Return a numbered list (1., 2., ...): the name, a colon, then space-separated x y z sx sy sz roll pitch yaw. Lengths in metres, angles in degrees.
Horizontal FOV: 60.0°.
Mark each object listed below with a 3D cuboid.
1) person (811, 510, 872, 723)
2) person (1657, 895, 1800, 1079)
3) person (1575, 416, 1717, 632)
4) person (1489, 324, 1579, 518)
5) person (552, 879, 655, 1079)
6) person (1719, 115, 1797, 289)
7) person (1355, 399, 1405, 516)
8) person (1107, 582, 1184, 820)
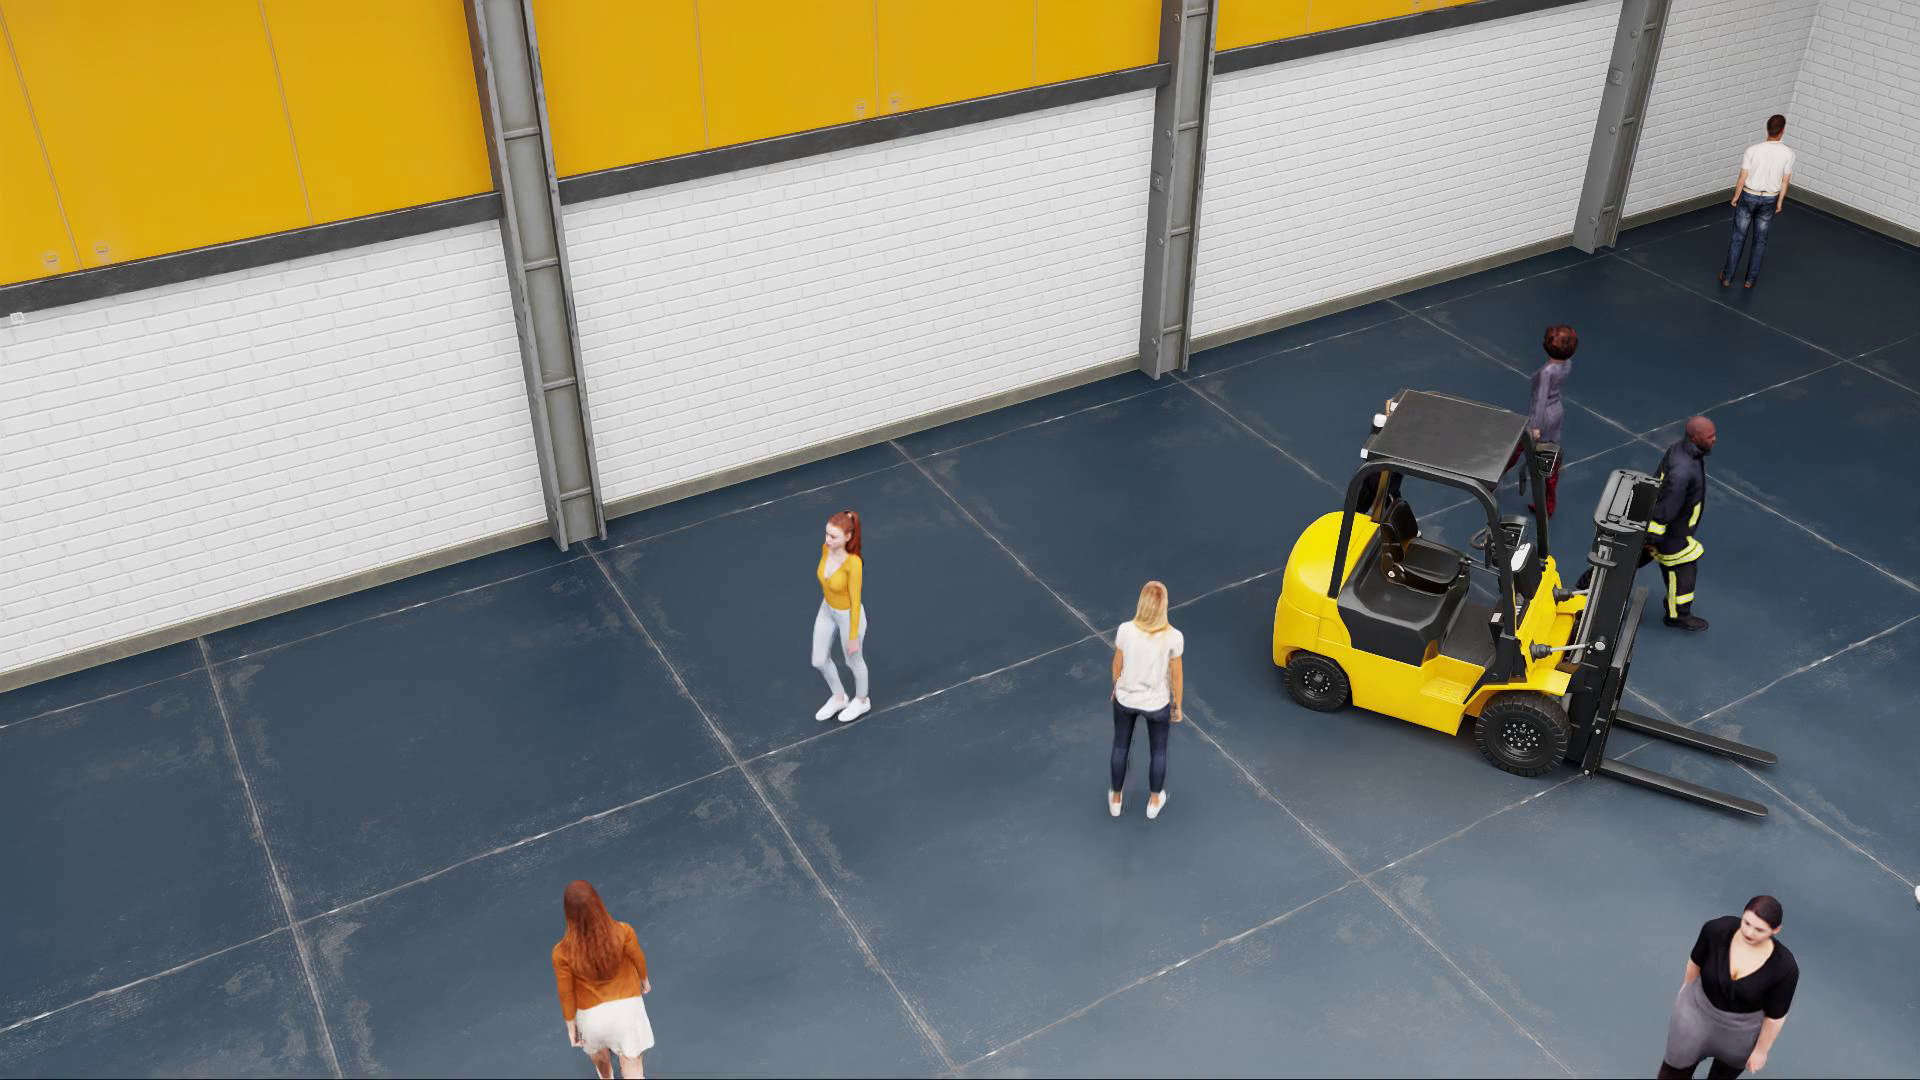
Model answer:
1. person: -0.739 0.522 11.529 0.691 1.733 0.670 -25 41 -33
2. person: 4.018 2.439 8.653 0.863 1.724 1.081 27 42 34
3. person: 5.219 -0.158 12.510 1.288 1.778 1.293 11 35 16
4. person: 4.910 -0.951 13.789 0.970 1.684 0.798 -26 41 -33
5. person: -1.786 2.502 8.595 1.115 1.682 0.864 -9 35 -13
6. person: 8.433 -3.573 17.584 0.750 1.850 0.796 11 35 16
7. person: 3.199 -0.403 12.998 1.190 1.647 0.896 -6 34 -10
8. person: 1.175 1.057 10.661 0.699 1.803 0.767 7 34 10
